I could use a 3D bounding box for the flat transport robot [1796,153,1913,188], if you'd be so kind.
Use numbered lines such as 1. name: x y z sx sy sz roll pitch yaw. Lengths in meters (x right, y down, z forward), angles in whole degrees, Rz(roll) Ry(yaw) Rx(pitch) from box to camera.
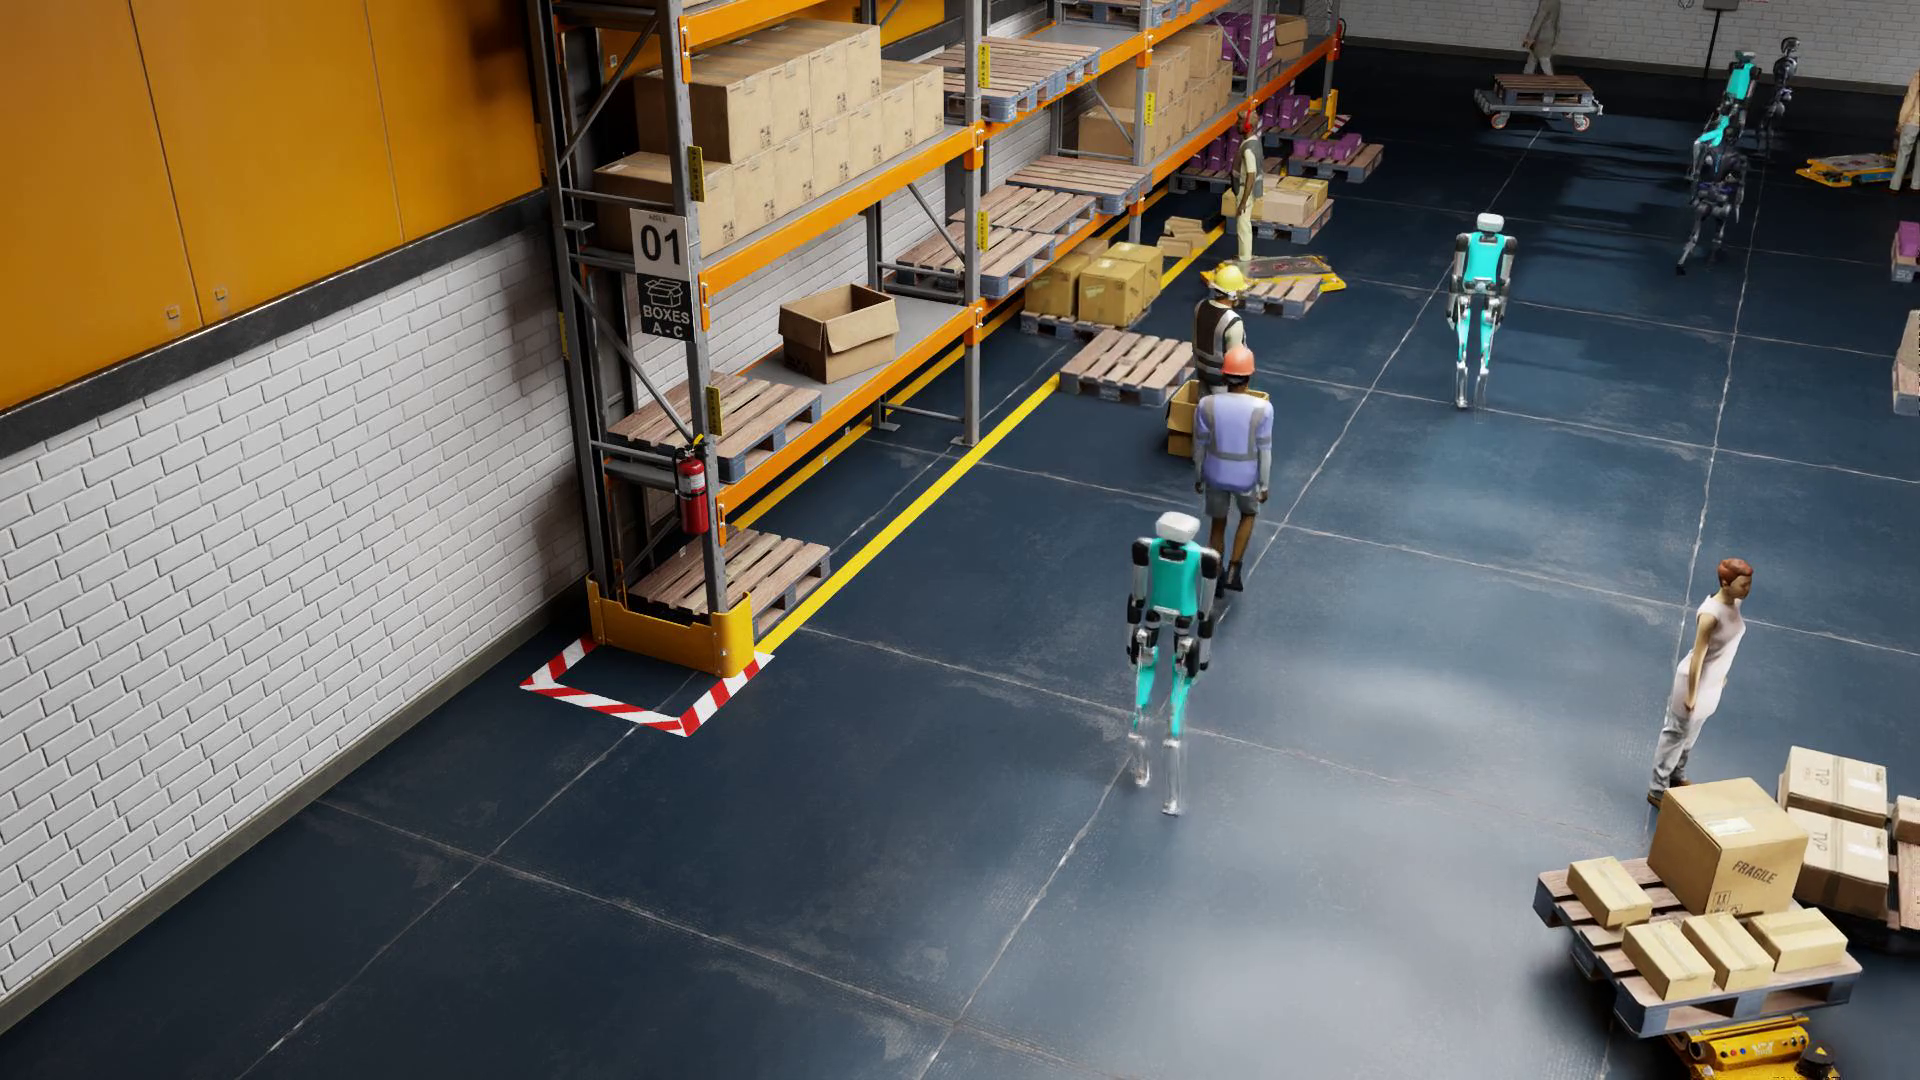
1. flat transport robot: 11.719 -4.812 21.651 1.431 0.231 0.659 -8 29 -14

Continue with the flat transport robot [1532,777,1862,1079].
1. flat transport robot: 3.759 2.266 8.526 0.659 0.231 1.431 -6 29 -10

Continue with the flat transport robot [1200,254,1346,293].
1. flat transport robot: 3.384 -2.851 18.015 1.431 0.231 0.659 -6 29 -10

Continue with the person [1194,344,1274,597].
1. person: 1.933 -0.473 11.853 0.554 1.925 0.413 8 29 15

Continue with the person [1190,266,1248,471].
1. person: 2.132 -1.358 13.601 0.404 1.828 0.599 -14 31 -25

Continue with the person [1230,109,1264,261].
1. person: 3.088 -3.724 17.972 0.374 1.843 0.569 4 29 8

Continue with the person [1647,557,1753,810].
1. person: 4.346 0.837 9.707 0.446 1.661 0.289 -25 37 -38

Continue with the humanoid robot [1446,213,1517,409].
1. humanoid robot: 4.622 -1.910 14.835 0.541 1.883 0.762 3 29 6

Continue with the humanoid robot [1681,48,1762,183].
1. humanoid robot: 9.566 -5.303 21.064 1.021 1.757 0.564 -8 29 -14

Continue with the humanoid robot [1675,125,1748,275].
1. humanoid robot: 8.211 -3.701 18.163 0.738 1.653 0.616 -24 36 -37

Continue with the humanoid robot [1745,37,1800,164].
1. humanoid robot: 10.779 -5.812 22.018 0.381 1.657 0.594 9 30 16

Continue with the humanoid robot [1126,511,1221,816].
1. humanoid robot: 1.154 0.778 9.773 0.544 1.797 0.821 12 31 21

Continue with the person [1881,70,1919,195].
1. person: 12.006 -5.247 20.784 0.558 1.868 0.391 -4 29 -7

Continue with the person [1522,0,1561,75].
1. person: 8.761 -7.620 25.262 0.925 1.788 0.529 18 33 30

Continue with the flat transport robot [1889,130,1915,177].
1. flat transport robot: 12.790 -4.853 21.727 1.431 0.231 0.659 7 29 13
